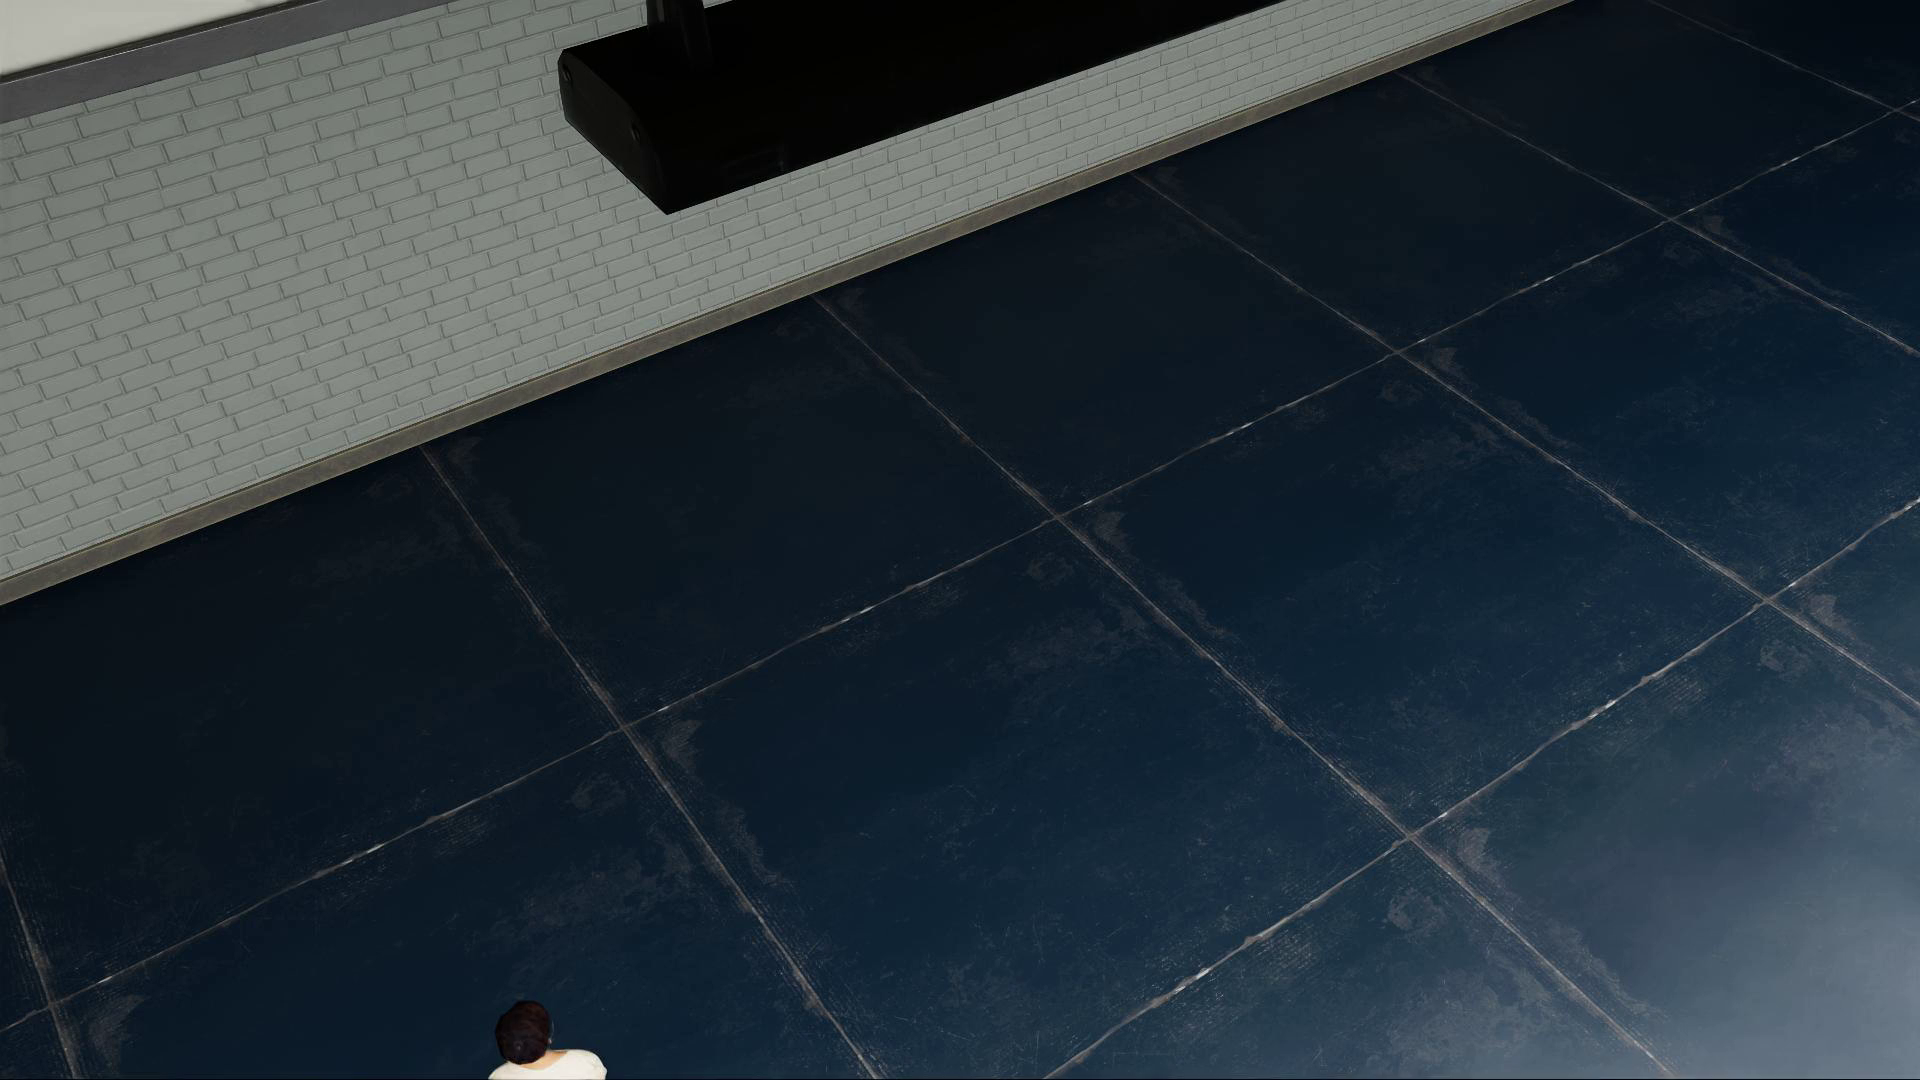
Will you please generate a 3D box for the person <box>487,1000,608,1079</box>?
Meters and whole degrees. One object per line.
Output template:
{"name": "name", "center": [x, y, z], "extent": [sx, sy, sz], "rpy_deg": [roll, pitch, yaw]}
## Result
{"name": "person", "center": [-1.579, 2.325, 6.587], "extent": [0.648, 1.588, 0.593], "rpy_deg": [-11, 44, -12]}
